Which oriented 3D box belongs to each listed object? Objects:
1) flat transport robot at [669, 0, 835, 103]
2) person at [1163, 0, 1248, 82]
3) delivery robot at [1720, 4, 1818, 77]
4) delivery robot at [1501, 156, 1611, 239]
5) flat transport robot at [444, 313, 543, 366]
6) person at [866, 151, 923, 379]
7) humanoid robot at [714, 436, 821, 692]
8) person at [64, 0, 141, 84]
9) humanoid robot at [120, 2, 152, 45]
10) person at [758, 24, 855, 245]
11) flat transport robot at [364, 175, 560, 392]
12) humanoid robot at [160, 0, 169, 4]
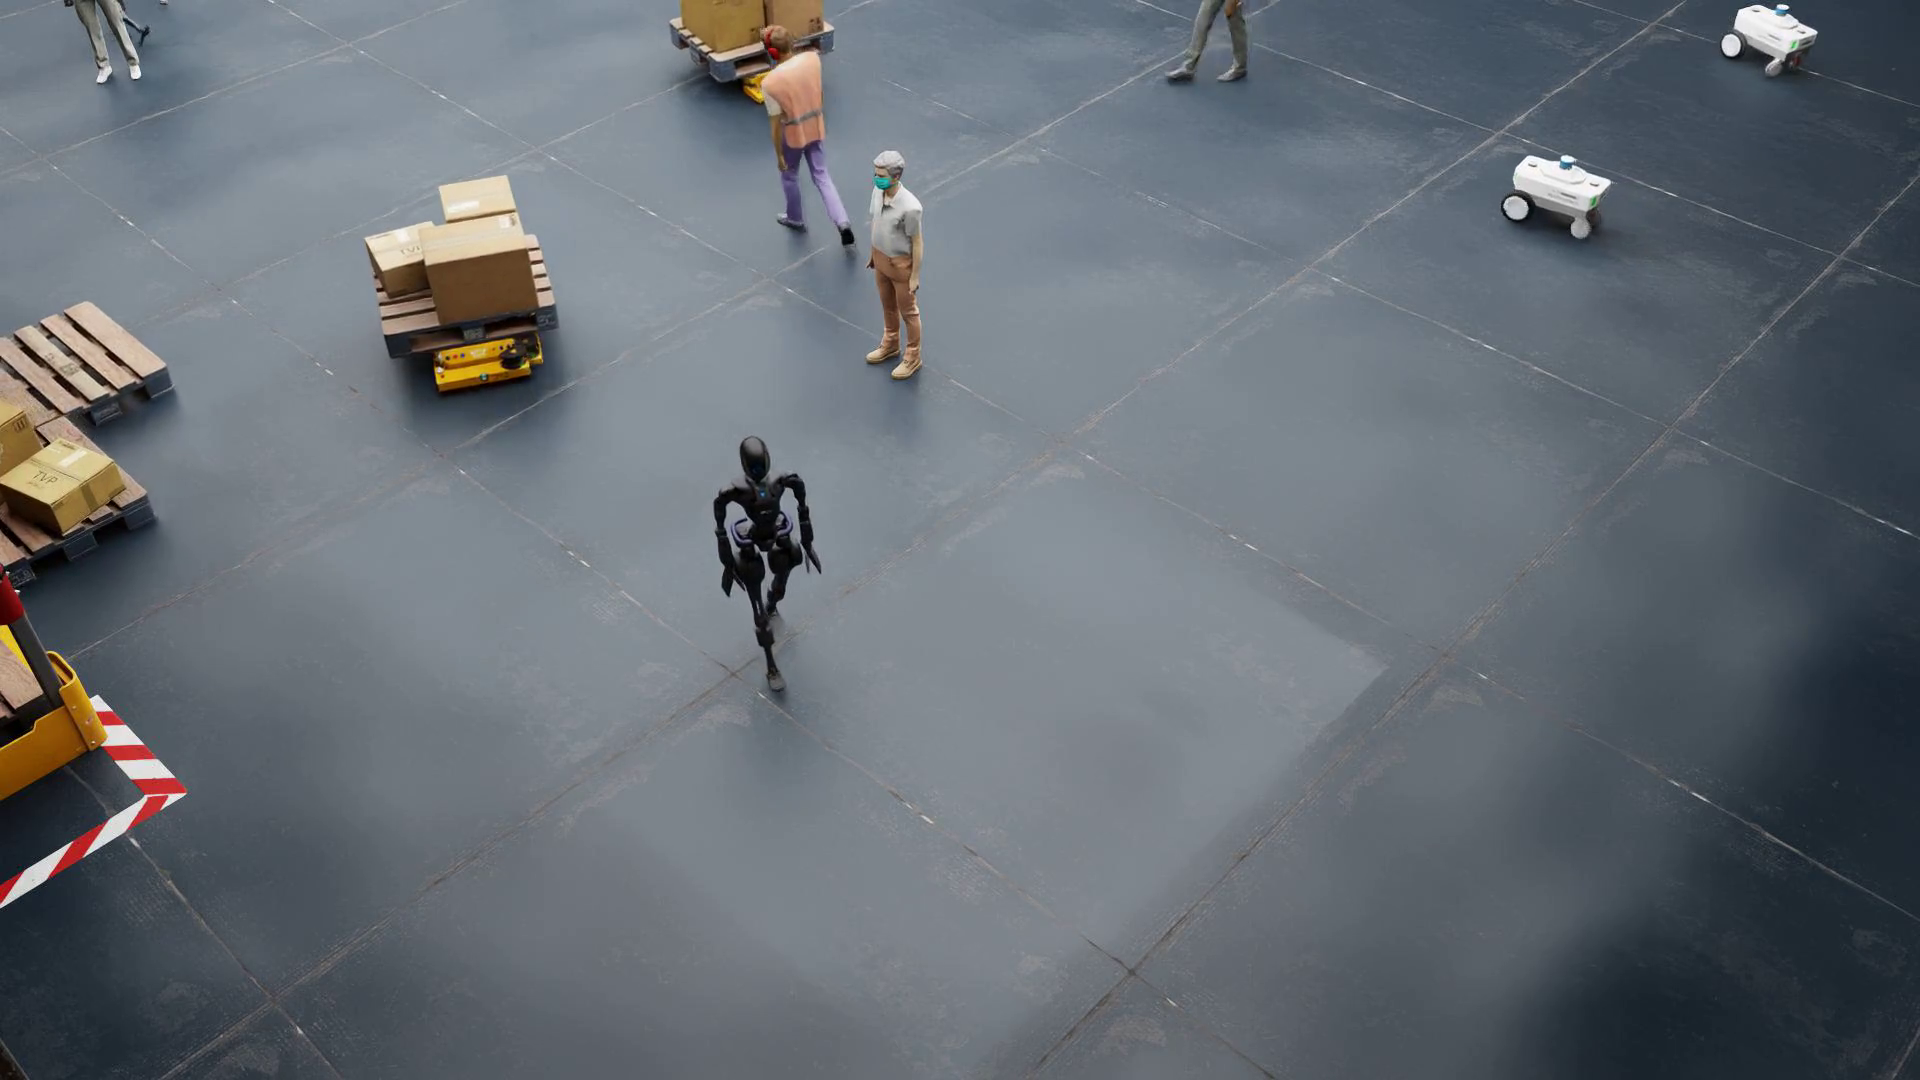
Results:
[{"bbox_3d":[-1.927,-4.508,15.536,0.659,0.231,1.431,-24,47,-24],"label":"flat transport robot"},{"bbox_3d":[2.289,-4.899,14.812,0.901,1.805,0.582,-16,44,-17],"label":"person"},{"bbox_3d":[7.568,-4.711,15.562,0.508,0.614,0.785,-21,46,-22],"label":"delivery robot"},{"bbox_3d":[4.834,-2.819,13.440,0.788,0.587,0.499,27,48,26],"label":"delivery robot"},{"bbox_3d":[-3.533,-1.725,12.444,0.659,0.231,1.431,-11,43,-12],"label":"flat transport robot"},{"bbox_3d":[-0.456,-1.920,11.555,0.304,1.744,0.491,-31,51,-30],"label":"person"},{"bbox_3d":[-1.088,0.067,9.438,0.584,1.625,0.790,-15,44,-16],"label":"humanoid robot"},{"bbox_3d":[-7.820,-4.934,14.983,0.524,1.639,0.305,-8,43,-9],"label":"person"},{"bbox_3d":[-7.991,-5.446,15.550,0.534,1.644,0.589,15,44,16],"label":"humanoid robot"},{"bbox_3d":[-1.203,-3.078,12.803,0.618,1.801,0.784,-29,50,-28],"label":"person"},{"bbox_3d":[-3.626,-1.625,12.332,0.659,0.231,1.431,-13,44,-14],"label":"flat transport robot"},{"bbox_3d":[-8.175,-6.126,16.321,0.545,1.891,0.765,-18,45,-19],"label":"humanoid robot"}]
